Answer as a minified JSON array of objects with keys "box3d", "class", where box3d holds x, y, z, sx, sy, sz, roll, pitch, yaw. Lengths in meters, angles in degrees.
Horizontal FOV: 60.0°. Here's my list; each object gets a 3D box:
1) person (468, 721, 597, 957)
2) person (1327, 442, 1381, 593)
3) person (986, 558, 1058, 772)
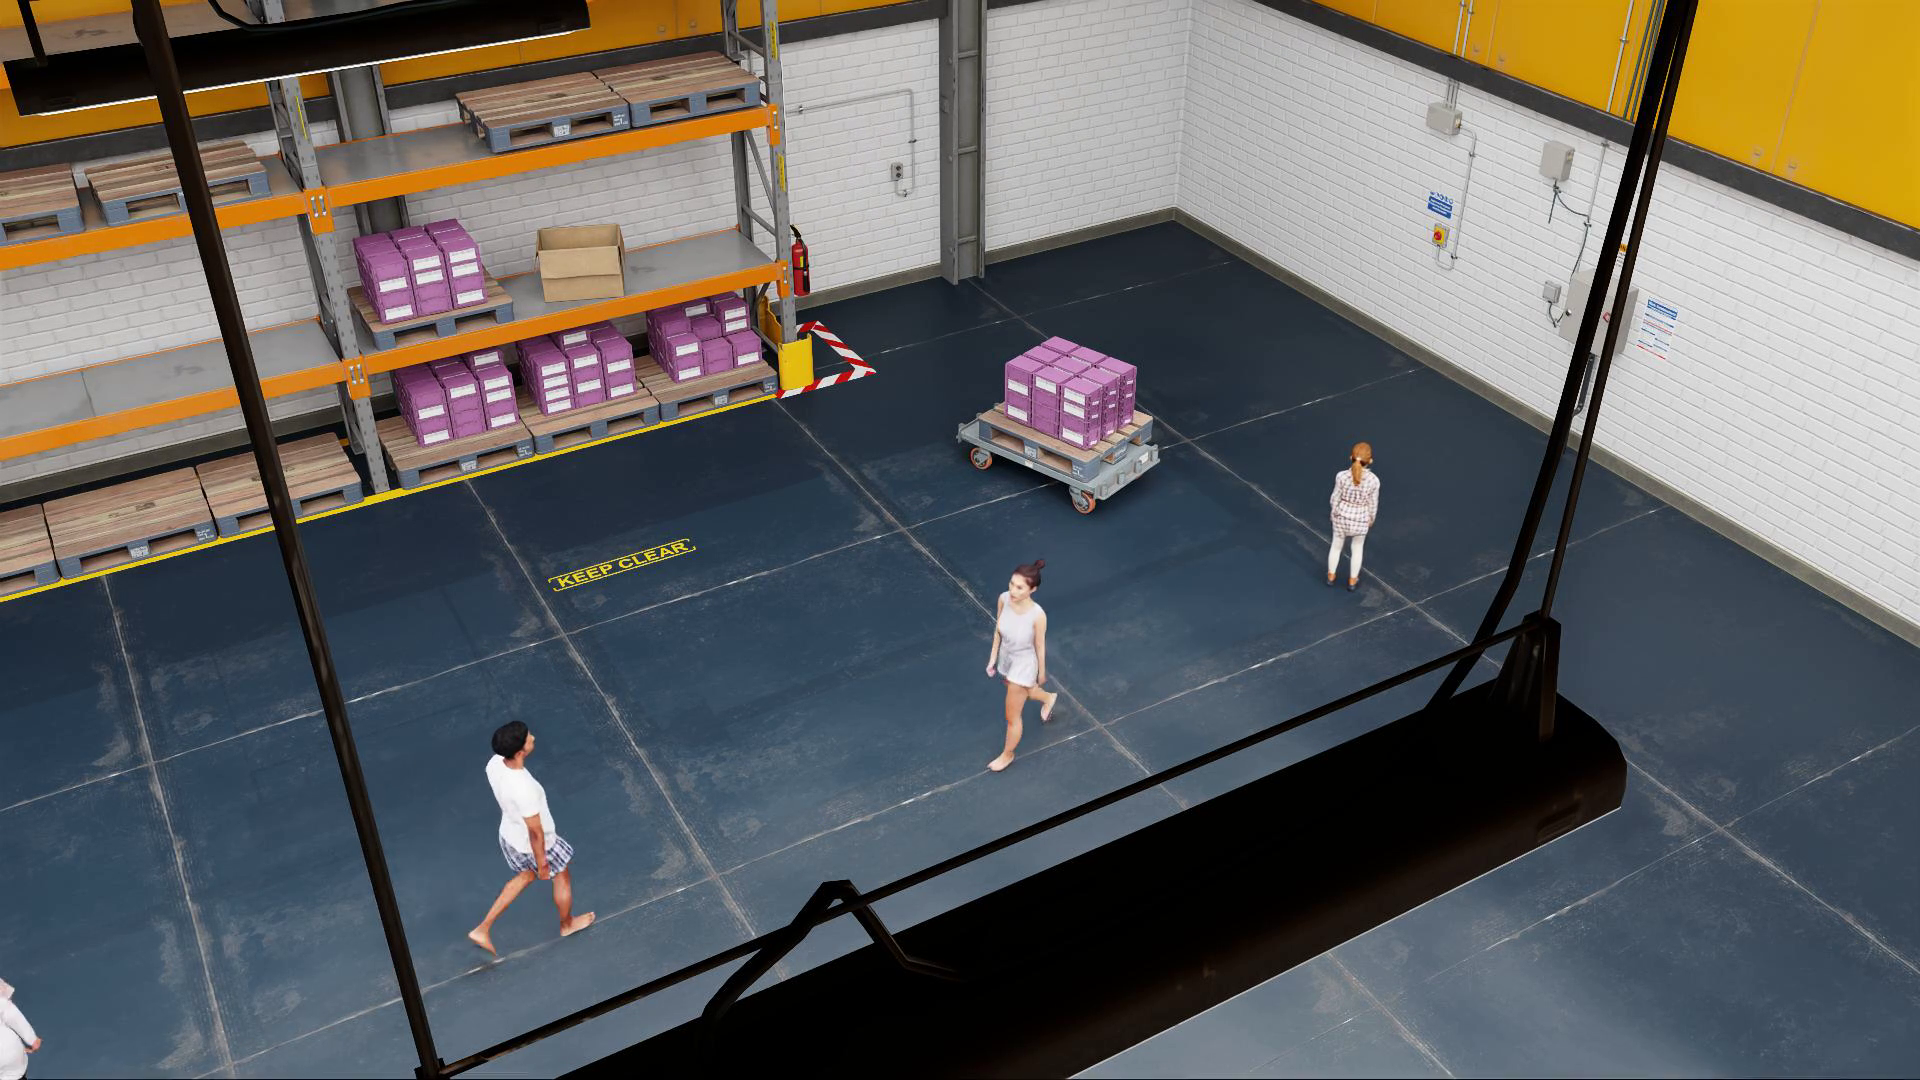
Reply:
[{"box3d":[-2.608,1.796,9.792,1.034,1.708,0.746,-24,41,-32],"class":"person"},{"box3d":[3.095,-0.189,13.137,0.609,1.310,0.667,9,35,13],"class":"person"},{"box3d":[0.457,0.805,11.395,1.007,1.583,0.676,-26,42,-34],"class":"person"}]
